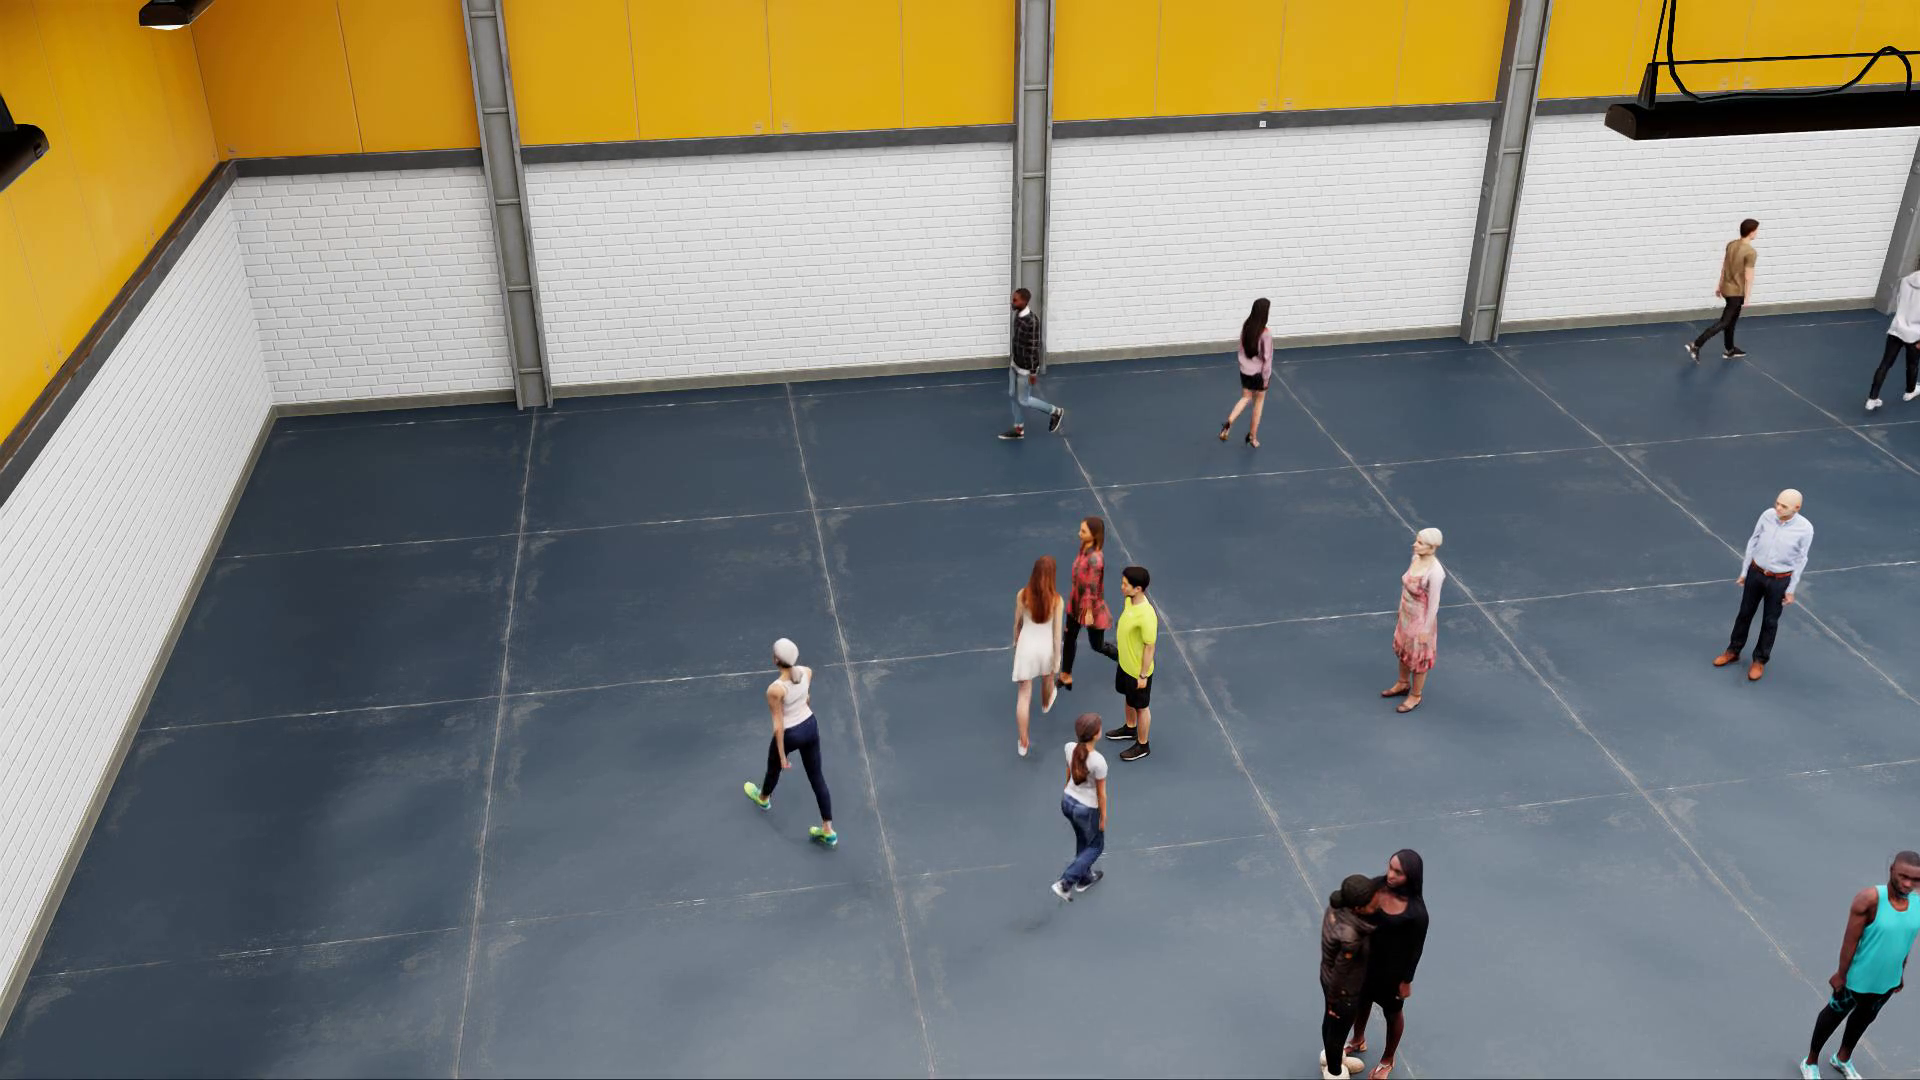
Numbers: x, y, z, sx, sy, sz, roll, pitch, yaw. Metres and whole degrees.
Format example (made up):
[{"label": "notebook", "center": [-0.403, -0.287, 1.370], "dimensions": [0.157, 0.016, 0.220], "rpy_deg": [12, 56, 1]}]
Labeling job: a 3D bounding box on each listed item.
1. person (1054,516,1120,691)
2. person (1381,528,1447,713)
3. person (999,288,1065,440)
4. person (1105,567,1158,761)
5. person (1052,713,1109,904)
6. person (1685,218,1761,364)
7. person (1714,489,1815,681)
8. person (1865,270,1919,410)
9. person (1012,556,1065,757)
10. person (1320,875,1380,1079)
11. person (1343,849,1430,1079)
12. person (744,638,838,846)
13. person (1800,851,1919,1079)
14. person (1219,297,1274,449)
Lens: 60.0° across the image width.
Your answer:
[{"label": "person", "center": [1.156, 0.566, 14.062], "dimensions": [1.060, 1.681, 0.677], "rpy_deg": [-8, 30, -14]}, {"label": "person", "center": [3.829, 0.649, 13.899], "dimensions": [0.588, 1.692, 0.608], "rpy_deg": [-8, 30, -15]}, {"label": "person", "center": [0.813, -1.954, 18.556], "dimensions": [0.993, 1.801, 0.742], "rpy_deg": [-8, 30, -14]}, {"label": "person", "center": [1.410, 0.957, 13.317], "dimensions": [0.537, 1.707, 0.641], "rpy_deg": [-8, 30, -14]}, {"label": "person", "center": [0.830, 1.907, 11.739], "dimensions": [0.903, 1.551, 0.779], "rpy_deg": [-24, 37, -37]}, {"label": "person", "center": [9.467, -3.048, 20.538], "dimensions": [1.173, 1.824, 0.681], "rpy_deg": [-5, 29, -10]}, {"label": "person", "center": [6.980, 0.344, 14.357], "dimensions": [0.752, 1.788, 0.732], "rpy_deg": [-24, 37, -37]}, {"label": "person", "center": [10.914, -2.385, 19.267], "dimensions": [1.300, 1.878, 1.044], "rpy_deg": [-20, 34, -32]}, {"label": "person", "center": [0.603, 0.961, 13.361], "dimensions": [1.119, 1.660, 0.927], "rpy_deg": [5, 29, 9]}, {"label": "person", "center": [2.314, 2.714, 10.145], "dimensions": [0.612, 1.662, 0.681], "rpy_deg": [-5, 29, -8]}, {"label": "person", "center": [2.626, 2.611, 10.273], "dimensions": [0.681, 1.719, 0.687], "rpy_deg": [-22, 35, -34]}, {"label": "person", "center": [-1.152, 1.529, 12.327], "dimensions": [1.174, 1.652, 1.118], "rpy_deg": [-26, 38, -38]}, {"label": "person", "center": [5.549, 2.625, 10.152], "dimensions": [0.481, 1.810, 0.682], "rpy_deg": [-3, 29, -5]}, {"label": "person", "center": [3.160, -1.790, 18.261], "dimensions": [0.964, 1.796, 0.838], "rpy_deg": [-19, 34, -31]}]
